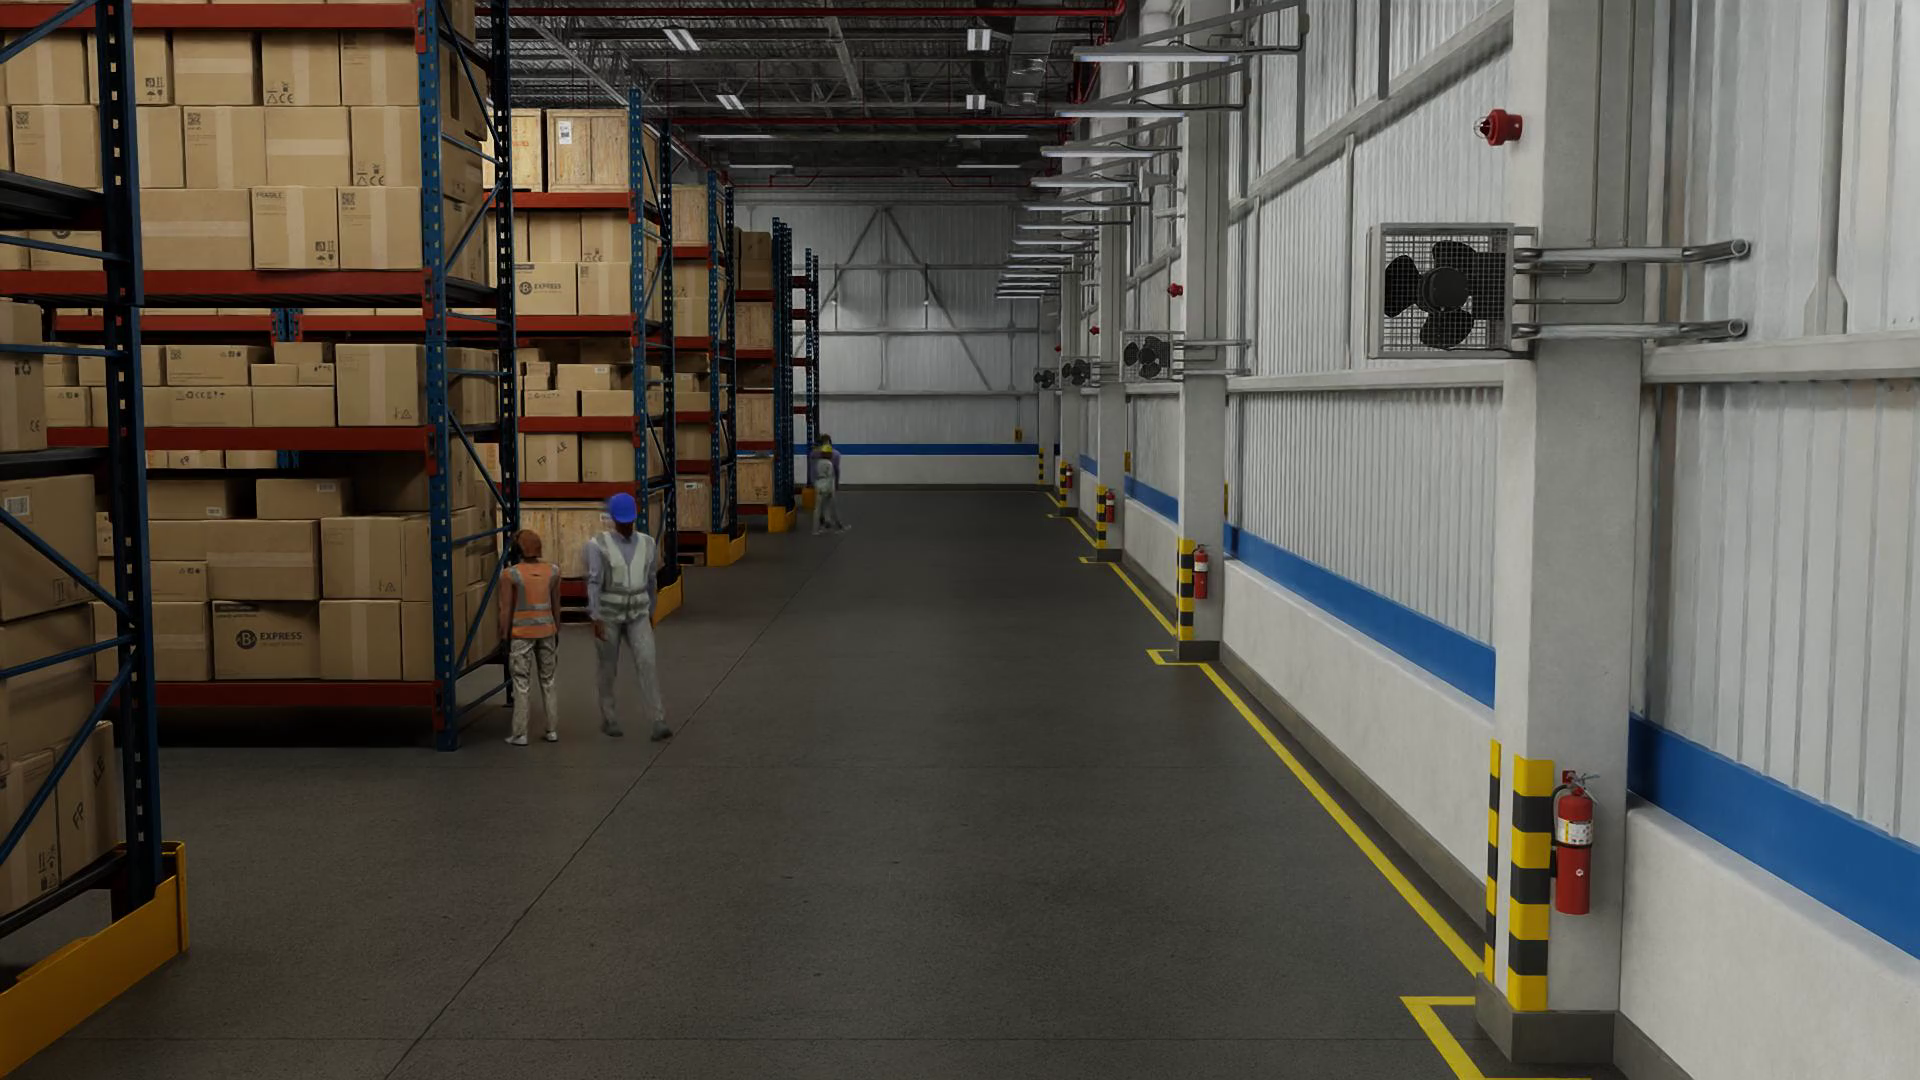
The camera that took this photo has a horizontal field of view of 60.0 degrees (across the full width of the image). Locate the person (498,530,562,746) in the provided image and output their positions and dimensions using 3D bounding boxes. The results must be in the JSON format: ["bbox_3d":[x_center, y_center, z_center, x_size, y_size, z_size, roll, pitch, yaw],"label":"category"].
[{"bbox_3d":[-3.232,0.734,12.556,0.521,1.631,0.320,-5,7,-43],"label":"person"}]

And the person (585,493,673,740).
[{"bbox_3d":[-2.532,0.595,12.644,0.607,1.893,0.911,-3,6,-30],"label":"person"}]

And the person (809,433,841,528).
[{"bbox_3d":[-2.724,-1.211,33.622,0.630,1.916,0.869,0,5,-2],"label":"person"}]

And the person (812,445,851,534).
[{"bbox_3d":[-2.518,-0.967,31.936,0.506,1.698,0.874,5,7,44],"label":"person"}]

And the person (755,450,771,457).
[{"bbox_3d":[-5.112,-1.921,42.959,0.735,1.729,0.571,4,6,37],"label":"person"}]
